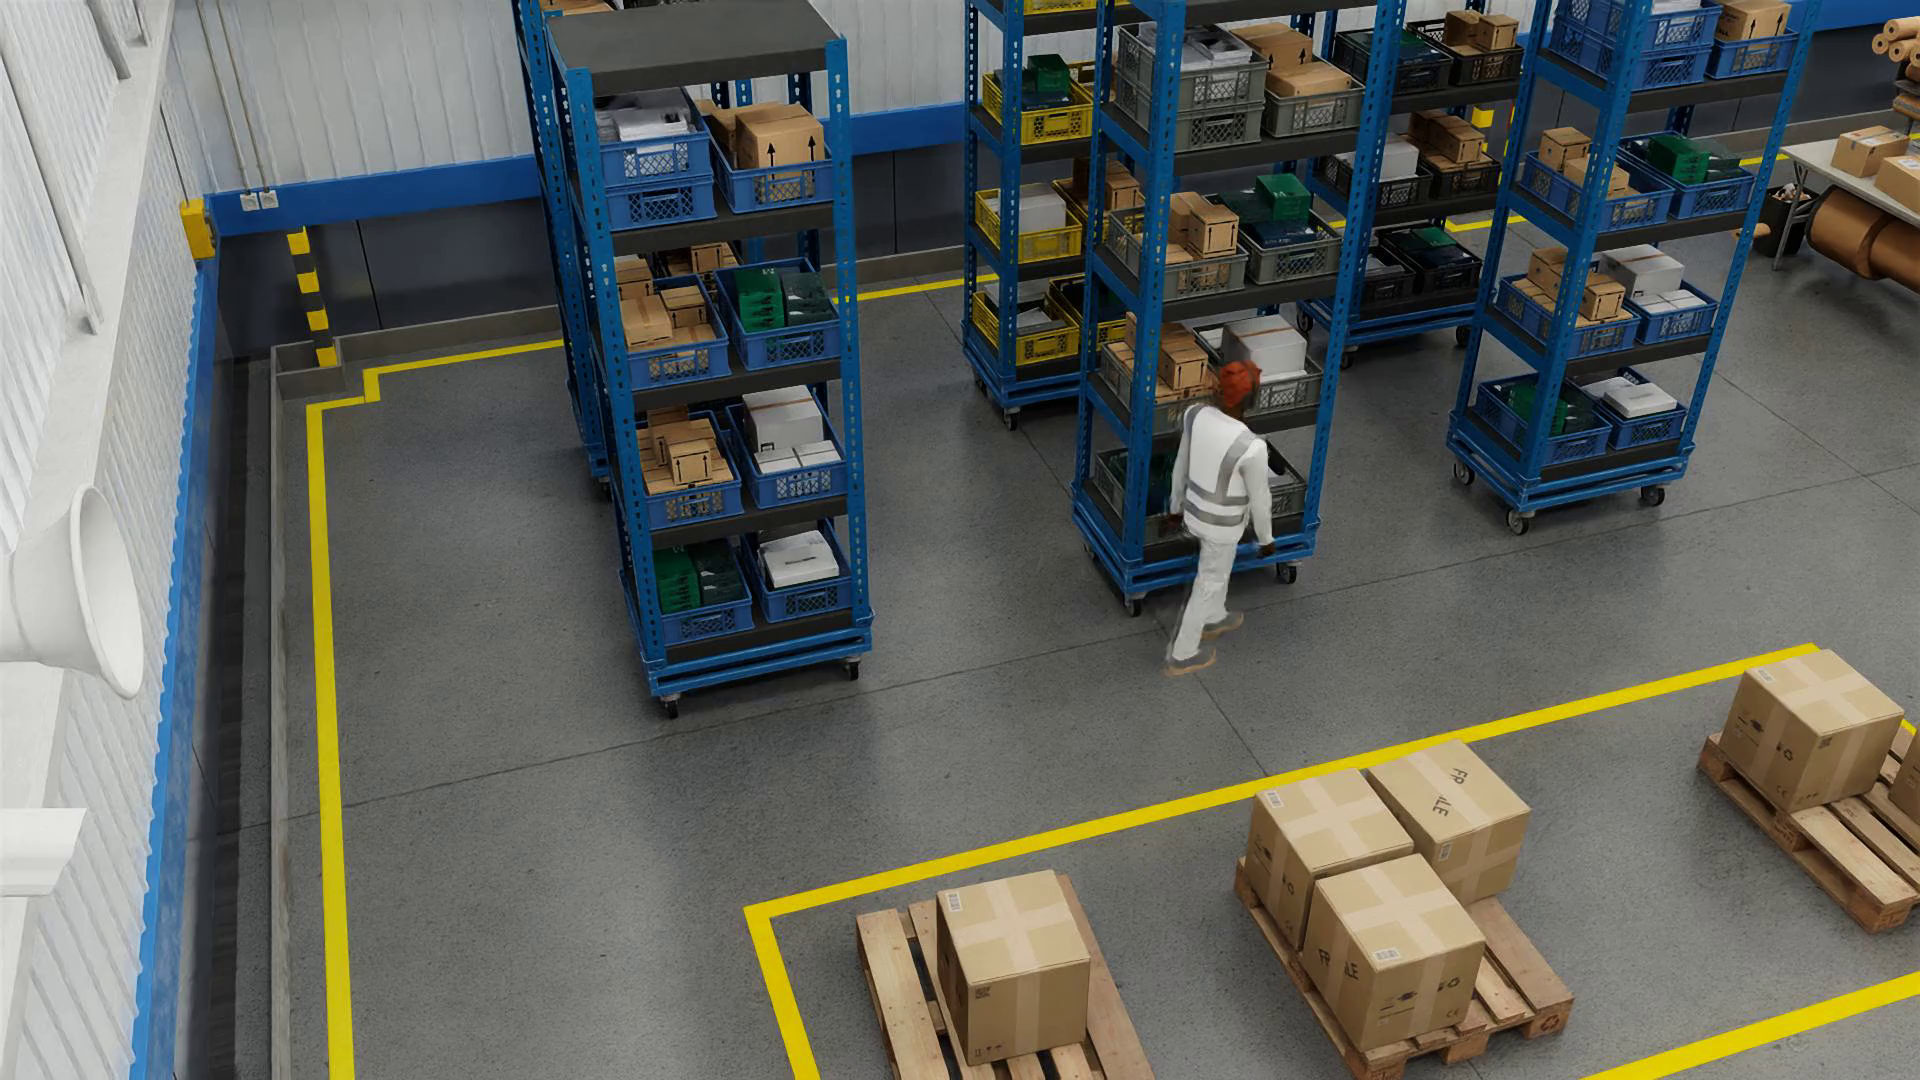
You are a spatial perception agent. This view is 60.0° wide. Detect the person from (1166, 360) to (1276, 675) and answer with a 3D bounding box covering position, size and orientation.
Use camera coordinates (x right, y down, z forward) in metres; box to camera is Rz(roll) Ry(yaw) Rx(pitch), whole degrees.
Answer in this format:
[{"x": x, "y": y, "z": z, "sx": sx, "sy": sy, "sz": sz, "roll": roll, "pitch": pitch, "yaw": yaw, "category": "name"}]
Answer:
[{"x": 1.449, "y": -0.124, "z": 8.855, "sx": 0.755, "sy": 1.858, "sz": 0.579, "roll": -17, "pitch": 39, "yaw": -23, "category": "person"}]
